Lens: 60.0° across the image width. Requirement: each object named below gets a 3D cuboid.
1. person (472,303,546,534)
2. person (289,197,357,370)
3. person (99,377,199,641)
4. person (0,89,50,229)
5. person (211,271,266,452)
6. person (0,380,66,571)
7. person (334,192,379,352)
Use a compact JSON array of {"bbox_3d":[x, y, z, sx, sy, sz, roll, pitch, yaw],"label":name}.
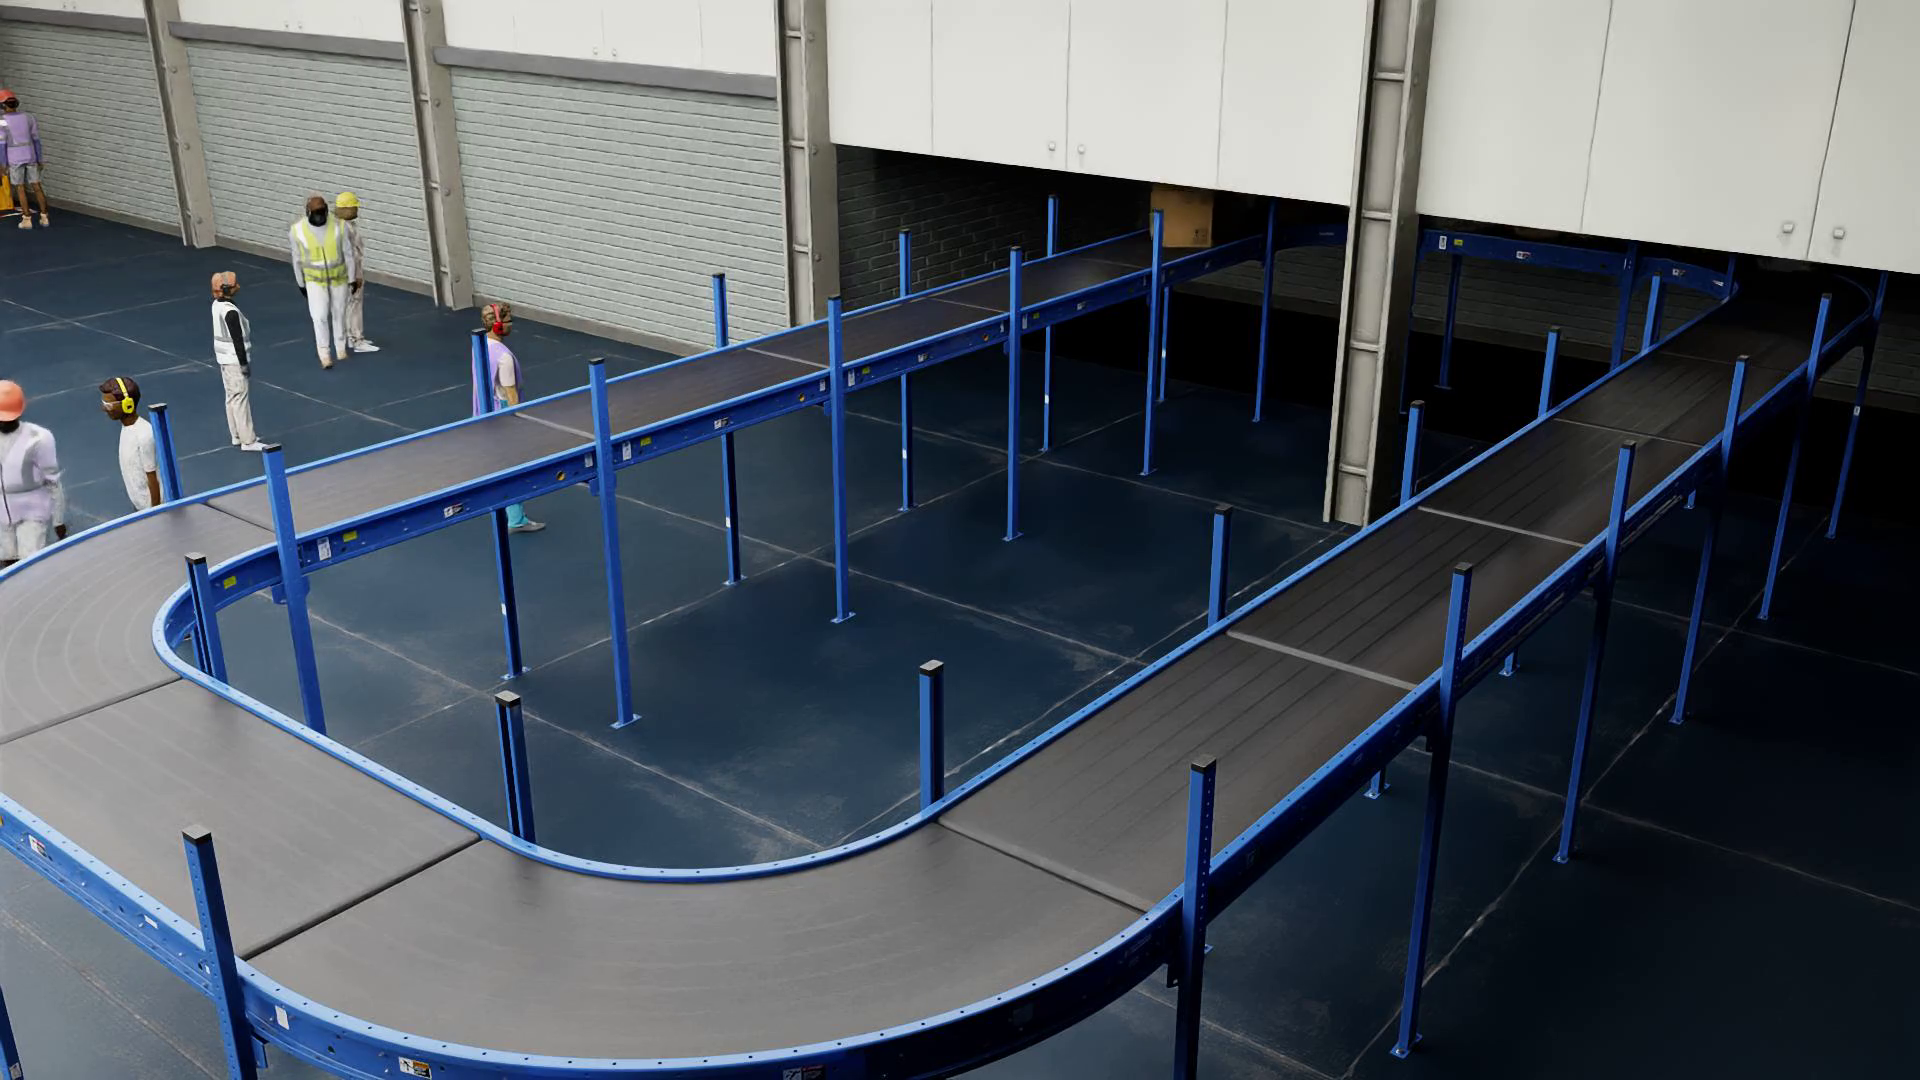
[{"bbox_3d":[-3.602,-0.950,13.083,0.381,1.845,0.570,-17,27,-37],"label":"person"},{"bbox_3d":[-6.720,-2.729,17.676,0.618,1.794,0.906,-10,23,-23],"label":"person"},{"bbox_3d":[-5.441,-0.195,11.156,0.328,1.861,0.502,-17,27,-37],"label":"person"},{"bbox_3d":[-14.026,-5.679,24.836,0.377,2.041,0.607,16,27,35],"label":"person"},{"bbox_3d":[-6.557,-1.615,15.049,0.314,1.642,0.514,-15,26,-34],"label":"person"},{"bbox_3d":[-6.262,-0.209,11.143,0.624,1.889,0.677,0,21,0],"label":"person"},{"bbox_3d":[-6.664,-2.954,18.313,0.322,1.742,0.493,-11,24,-27],"label":"person"}]
